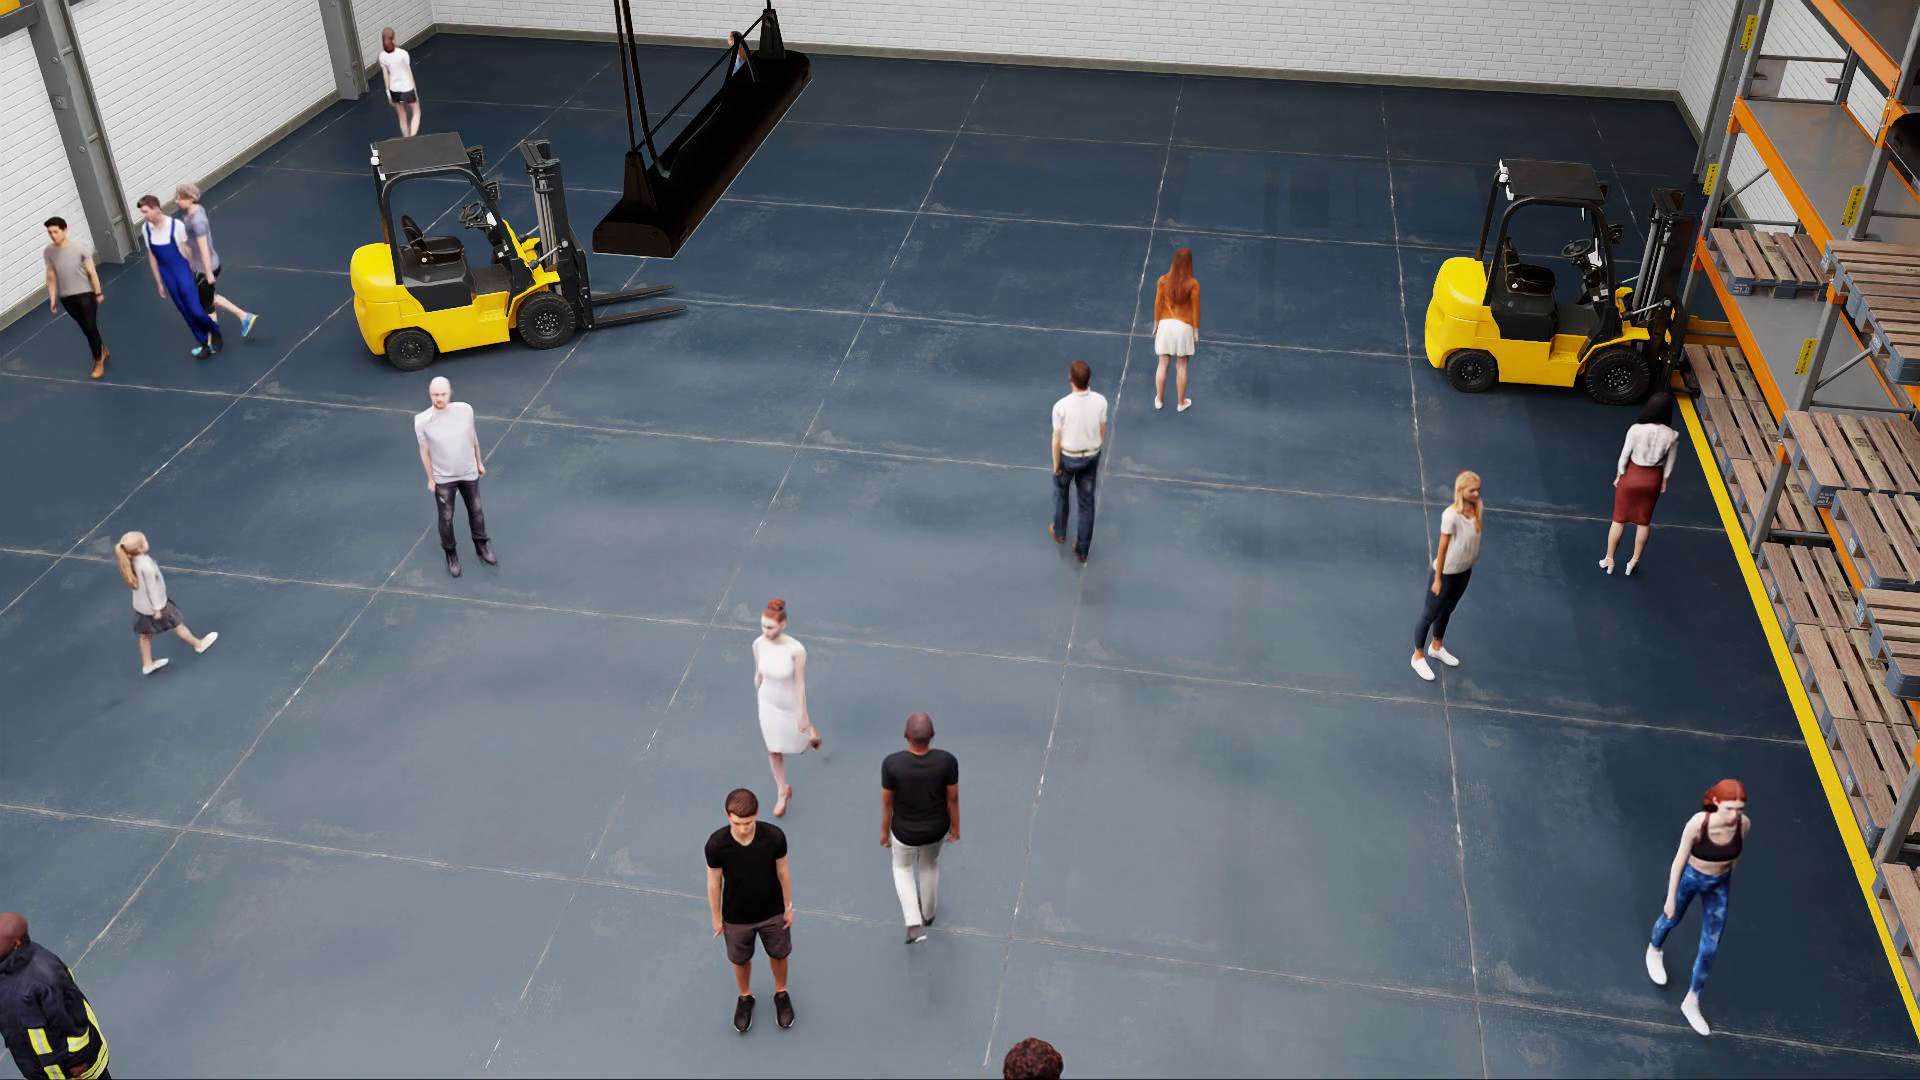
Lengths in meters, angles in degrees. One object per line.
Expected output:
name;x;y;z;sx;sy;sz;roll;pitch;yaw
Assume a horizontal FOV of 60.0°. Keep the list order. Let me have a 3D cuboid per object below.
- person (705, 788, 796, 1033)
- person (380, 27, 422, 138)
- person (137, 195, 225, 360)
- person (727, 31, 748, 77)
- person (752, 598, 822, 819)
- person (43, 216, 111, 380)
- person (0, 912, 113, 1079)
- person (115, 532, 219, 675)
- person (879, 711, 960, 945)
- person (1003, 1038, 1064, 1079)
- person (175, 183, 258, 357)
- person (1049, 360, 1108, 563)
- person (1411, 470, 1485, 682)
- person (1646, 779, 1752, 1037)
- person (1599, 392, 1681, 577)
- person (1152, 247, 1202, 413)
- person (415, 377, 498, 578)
person;-1.231;2.189;10.005;0.721;1.860;0.703;-6;34;-9
person;-7.535;-6.001;22.434;0.663;1.741;0.749;-2;34;-3
person;-8.232;-2.816;17.569;0.713;1.822;0.725;-2;34;-4
person;-3.074;-6.365;23.222;0.656;1.475;0.504;-2;34;-3
person;-1.186;1.137;11.664;0.696;1.776;0.964;13;36;18
person;-9.179;-2.599;17.356;0.707;1.696;0.927;0;34;-1
person;-5.037;2.726;9.231;0.832;1.823;0.800;17;37;24
person;-6.415;0.518;13.072;0.726;1.248;0.903;22;39;29
person;-0.253;1.883;10.530;0.838;1.788;0.982;-5;34;-7
person;0.354;3.211;8.603;0.642;1.710;0.623;-5;34;-8
person;-7.952;-2.902;17.657;1.033;1.869;1.035;-13;36;-18
person;1.042;-0.635;14.275;0.820;1.836;0.940;-5;34;-8
person;3.820;0.242;12.981;0.657;1.809;0.719;-22;39;-29
person;4.503;2.097;10.235;0.686;1.758;0.983;0;34;0
person;5.765;-0.467;14.100;0.593;1.751;0.507;7;34;10
person;2.149;-2.095;16.577;0.658;1.719;0.609;11;35;15
person;-4.310;-0.577;14.193;0.743;1.831;0.794;-20;39;-27
